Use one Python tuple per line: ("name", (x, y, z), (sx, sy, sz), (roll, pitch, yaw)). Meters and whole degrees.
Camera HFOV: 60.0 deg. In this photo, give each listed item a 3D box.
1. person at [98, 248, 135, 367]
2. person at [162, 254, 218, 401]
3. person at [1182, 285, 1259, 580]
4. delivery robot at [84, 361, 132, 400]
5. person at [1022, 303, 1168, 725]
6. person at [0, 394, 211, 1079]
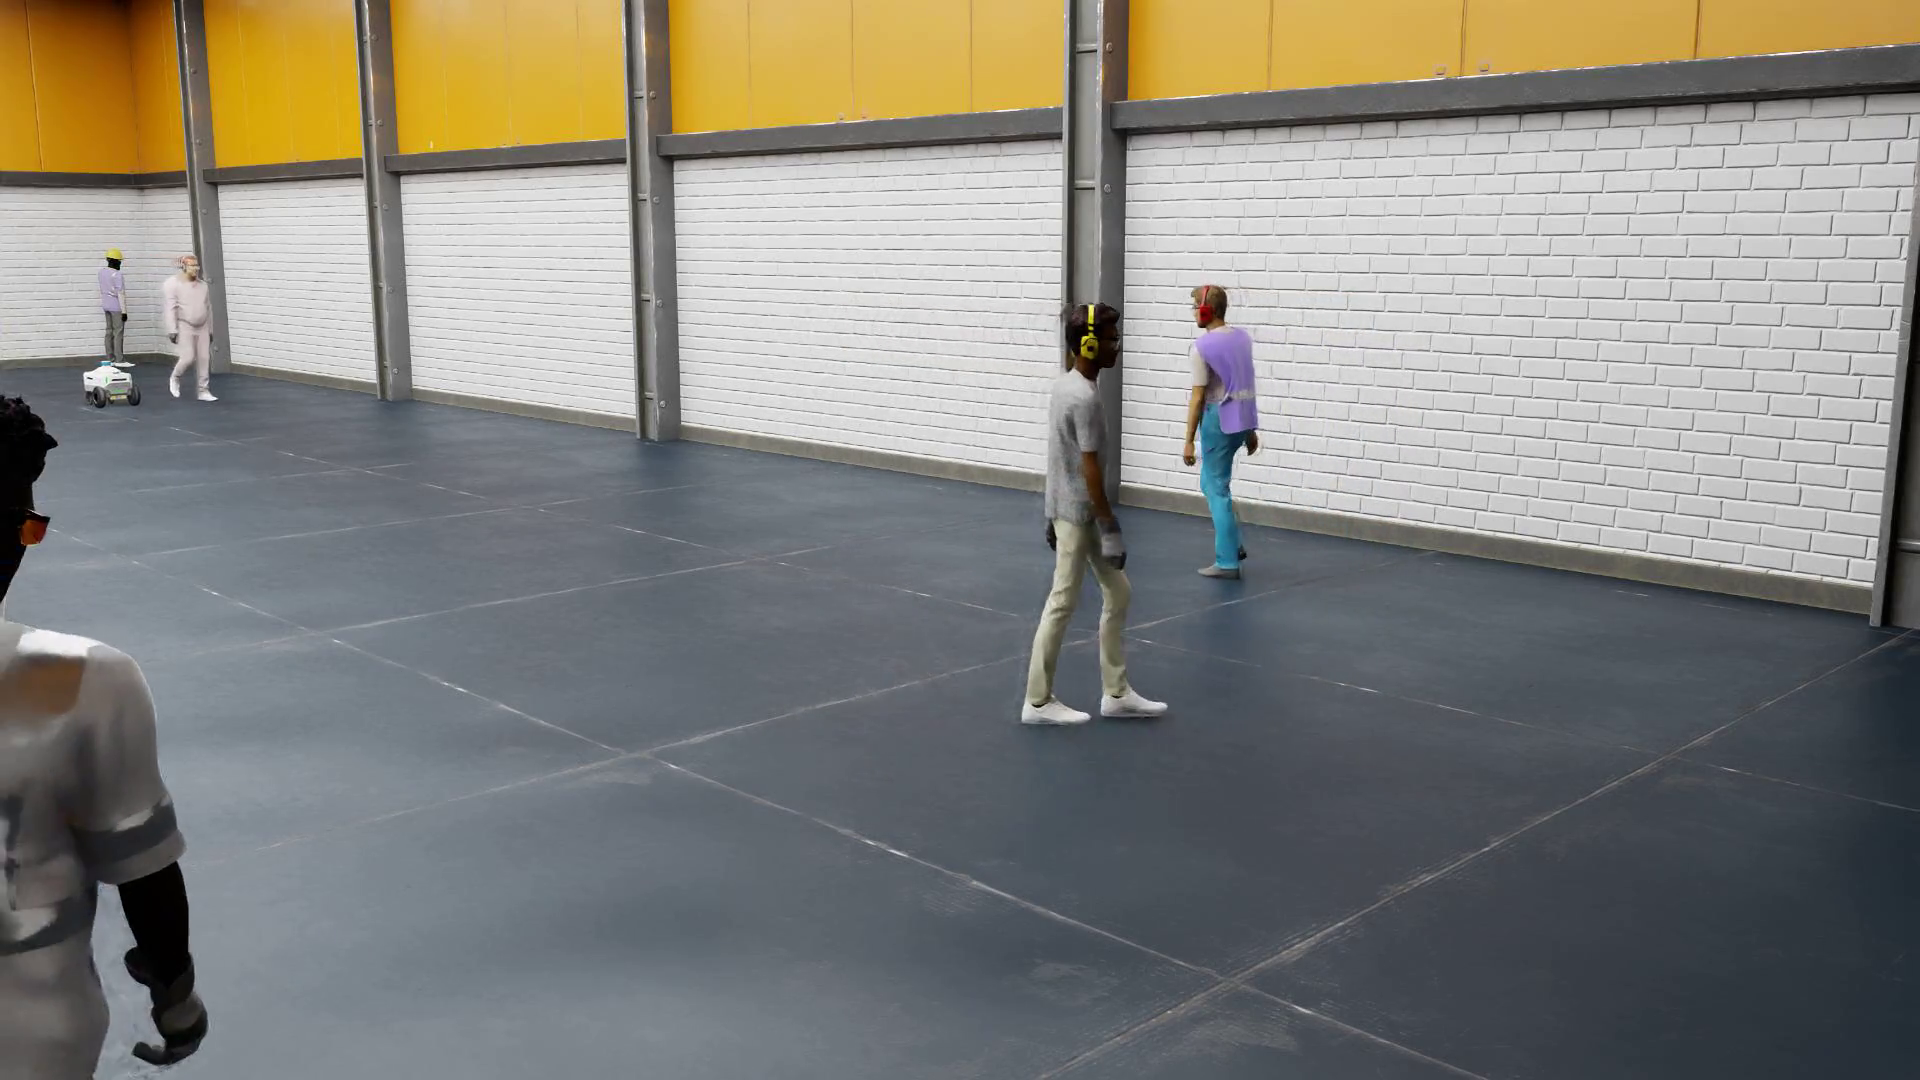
("person", (-13.694, -3.759, 26.980), (0.585, 1.919, 0.388), (6, 12, 31))
("person", (-9.902, -2.716, 21.371), (0.545, 1.886, 0.660), (5, 12, 28))
("person", (1.597, -0.653, 10.290), (0.467, 1.820, 0.579), (9, 14, 40))
("delivery robot", (-10.677, -1.997, 20.831), (0.707, 0.478, 0.477), (9, 14, 41))
("person", (0.626, -0.084, 7.147), (0.788, 1.833, 0.540), (0, 10, 0))
("person", (-1.457, 0.721, 2.541), (0.607, 1.910, 0.984), (1, 10, 5))
